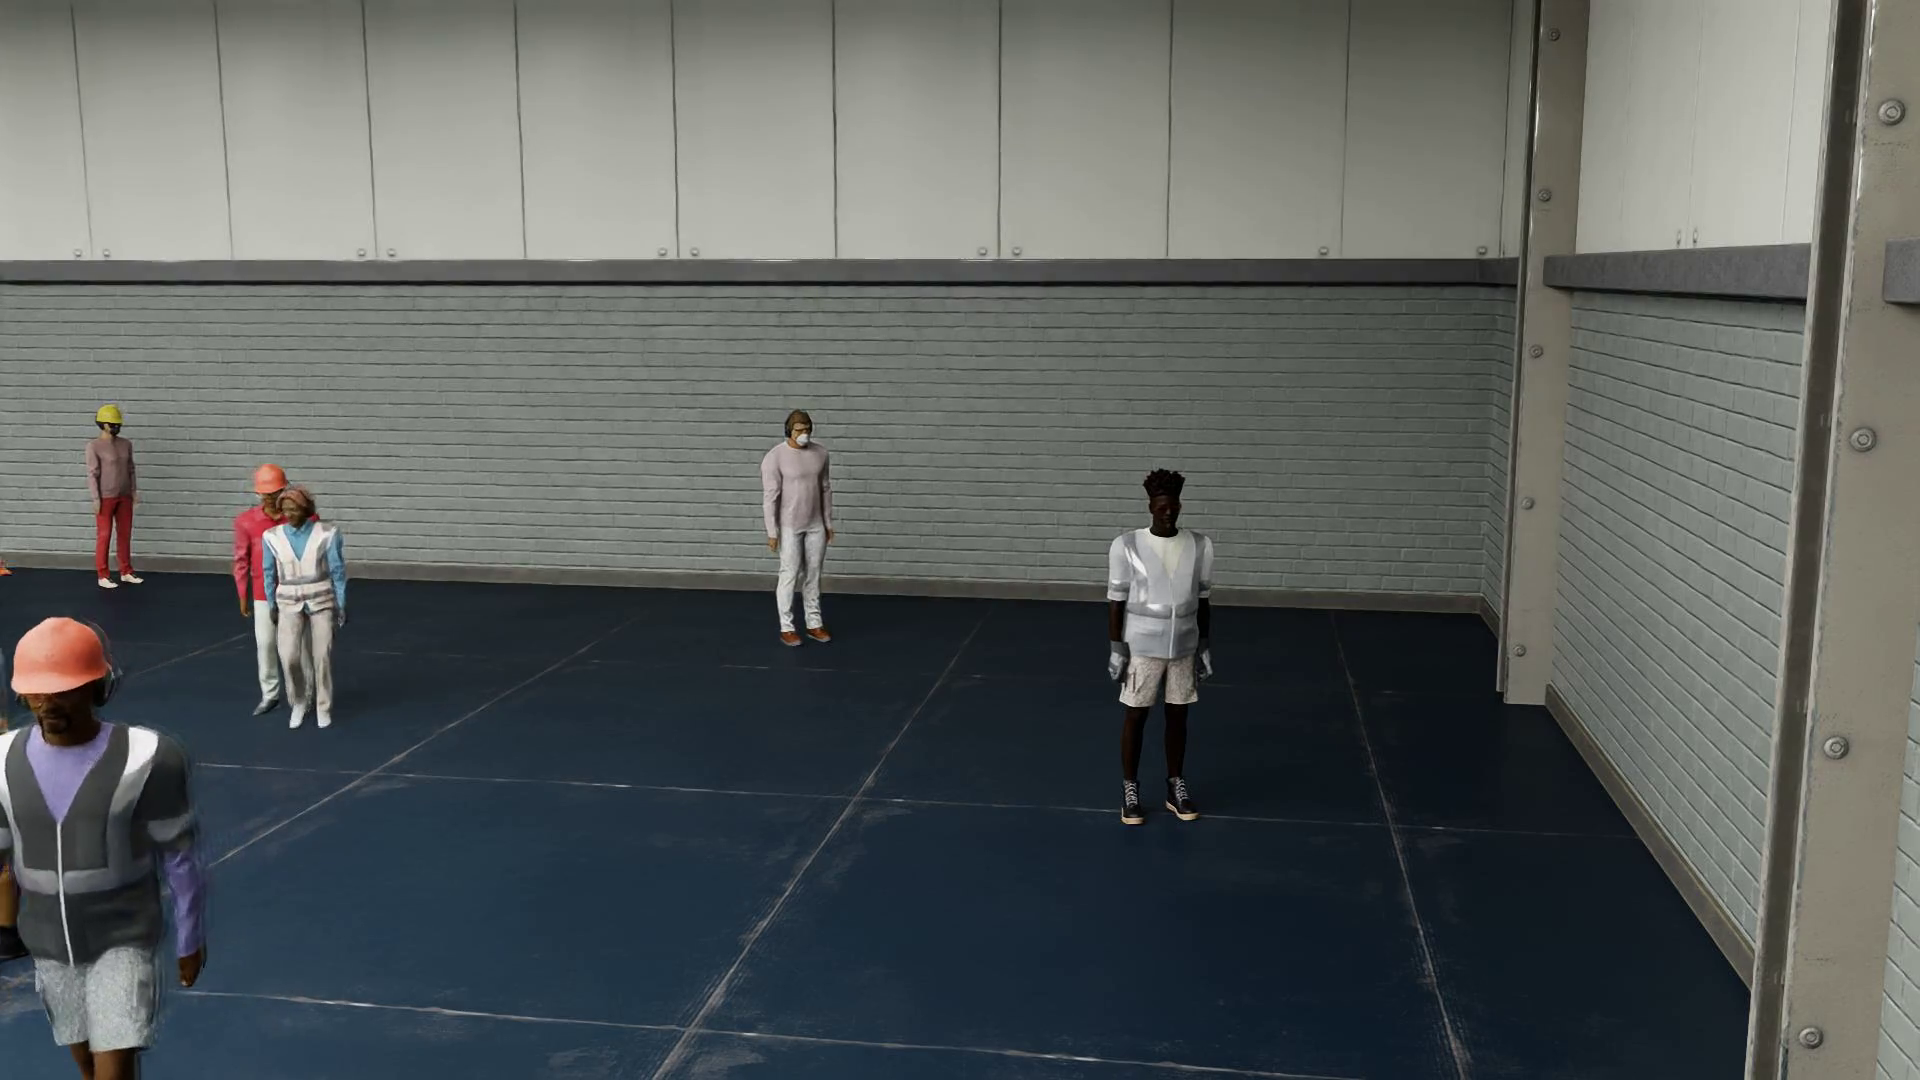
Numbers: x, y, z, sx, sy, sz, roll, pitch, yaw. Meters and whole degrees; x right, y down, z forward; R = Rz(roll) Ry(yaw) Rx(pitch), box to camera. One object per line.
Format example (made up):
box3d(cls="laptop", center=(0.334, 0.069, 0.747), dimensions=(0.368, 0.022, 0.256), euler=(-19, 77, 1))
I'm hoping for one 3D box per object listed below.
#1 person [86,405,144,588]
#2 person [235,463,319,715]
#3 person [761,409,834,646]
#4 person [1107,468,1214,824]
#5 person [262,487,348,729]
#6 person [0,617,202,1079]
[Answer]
box3d(cls="person", center=(-8.110, -0.419, 15.960), dimensions=(0.337, 1.757, 0.517), euler=(3, 10, 18))
box3d(cls="person", center=(-4.642, 0.337, 11.351), dimensions=(0.563, 1.739, 0.354), euler=(-3, 10, -17))
box3d(cls="person", center=(-1.303, -0.101, 13.486), dimensions=(0.640, 1.927, 0.388), euler=(-8, 12, -39))
box3d(cls="person", center=(1.106, 0.580, 9.150), dimensions=(0.613, 1.965, 0.361), euler=(-2, 9, -13))
box3d(cls="person", center=(-4.307, 0.457, 10.976), dimensions=(0.531, 1.624, 0.412), euler=(-2, 10, -15))
box3d(cls="person", center=(-2.647, 1.234, 4.964), dimensions=(0.620, 2.012, 0.902), euler=(0, 9, -2))
